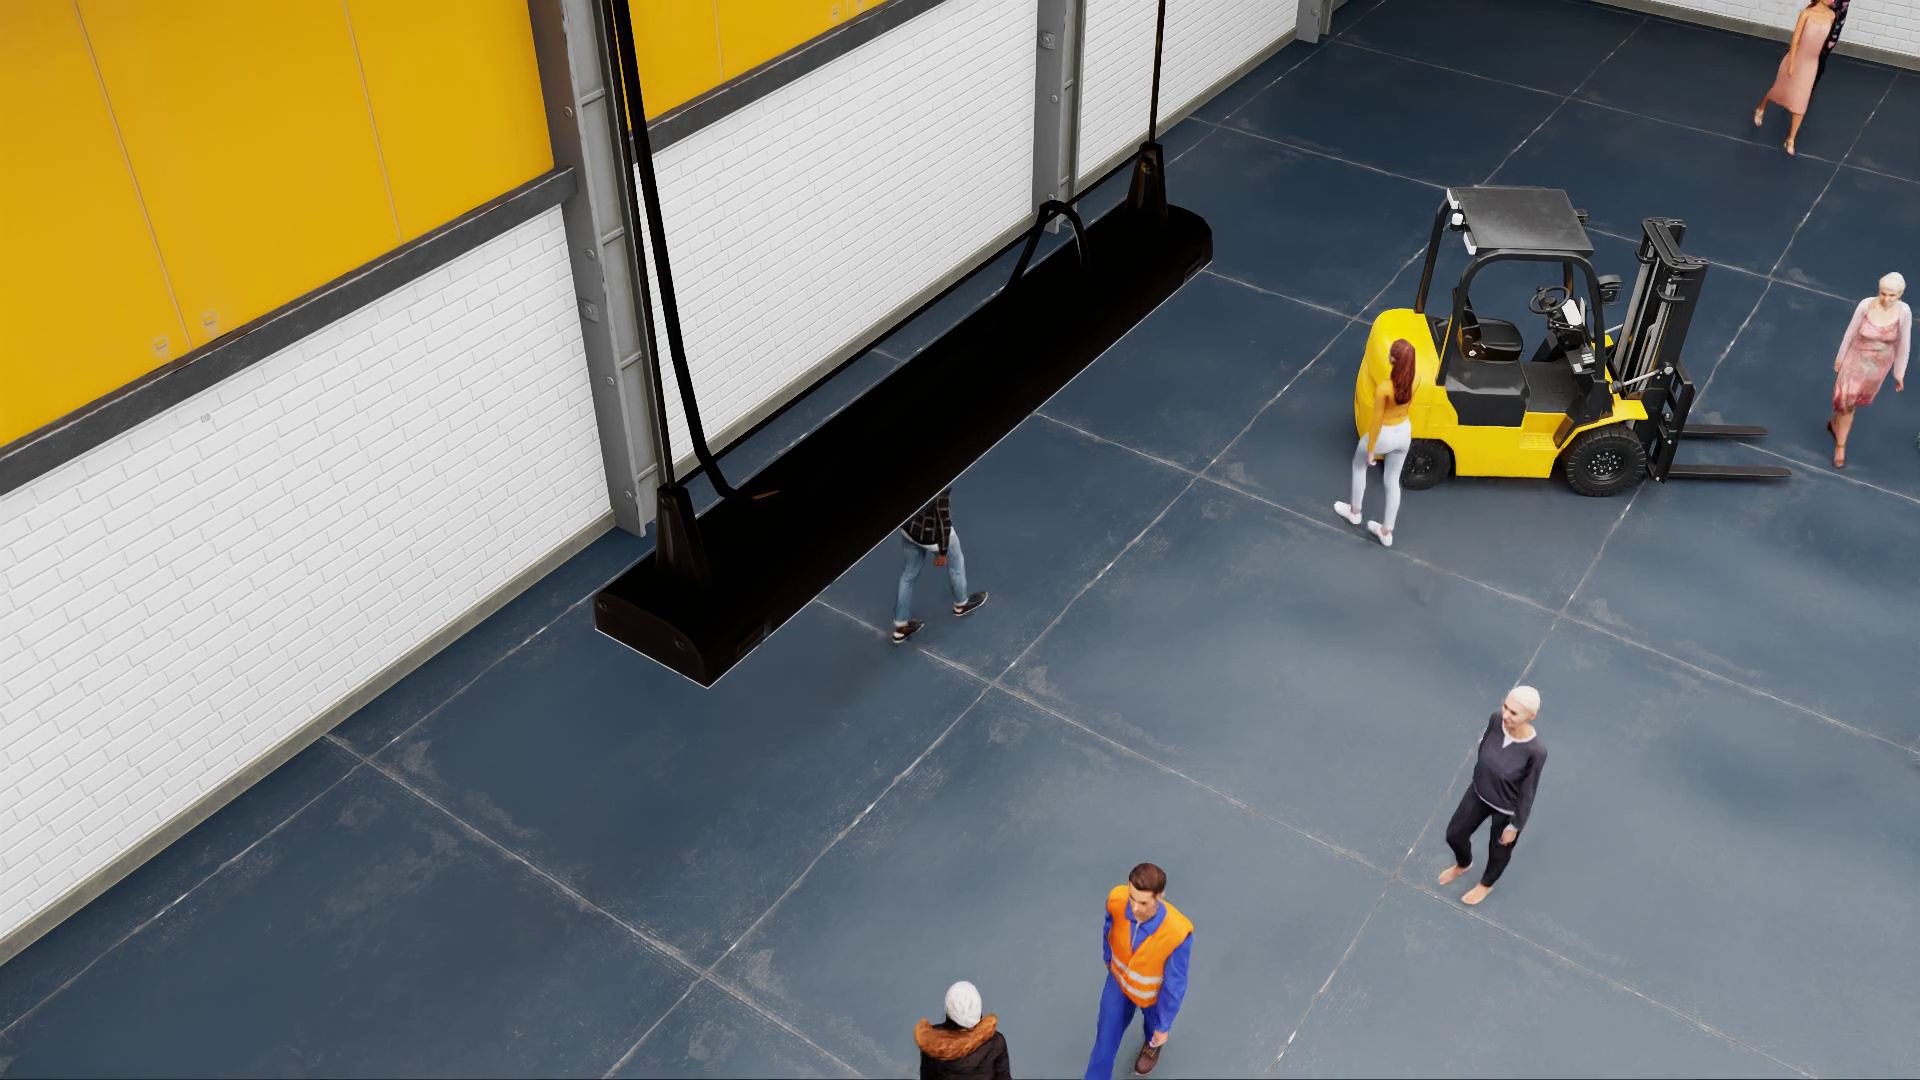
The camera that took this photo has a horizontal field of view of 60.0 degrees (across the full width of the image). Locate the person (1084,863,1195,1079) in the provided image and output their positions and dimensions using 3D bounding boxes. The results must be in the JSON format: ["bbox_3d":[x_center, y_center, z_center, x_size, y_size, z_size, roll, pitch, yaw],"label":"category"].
[{"bbox_3d":[0.995,2.248,8.624,0.761,1.814,1.167,19,42,22],"label":"person"}]

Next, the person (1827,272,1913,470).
[{"bbox_3d":[7.272,-1.468,13.403,0.878,1.656,1.051,4,39,5],"label":"person"}]

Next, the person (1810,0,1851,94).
[{"bbox_3d":[9.752,-5.762,18.791,1.006,1.643,0.669,-30,47,-32],"label":"person"}]

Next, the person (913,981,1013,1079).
[{"bbox_3d":[0.029,2.817,8.085,0.992,1.597,1.137,2,39,2],"label":"person"}]

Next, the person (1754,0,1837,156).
[{"bbox_3d":[8.978,-5.143,17.895,0.976,1.793,1.196,2,39,2],"label":"person"}]

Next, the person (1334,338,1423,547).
[{"bbox_3d":[3.237,-0.682,12.361,0.860,1.728,0.879,-13,41,-16],"label":"person"}]

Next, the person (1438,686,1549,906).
[{"bbox_3d":[3.211,1.460,9.689,0.685,1.715,0.700,-24,45,-27],"label":"person"}]

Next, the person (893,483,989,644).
[{"bbox_3d":[-0.303,-0.013,11.479,0.782,1.785,1.070,29,47,31],"label":"person"}]
